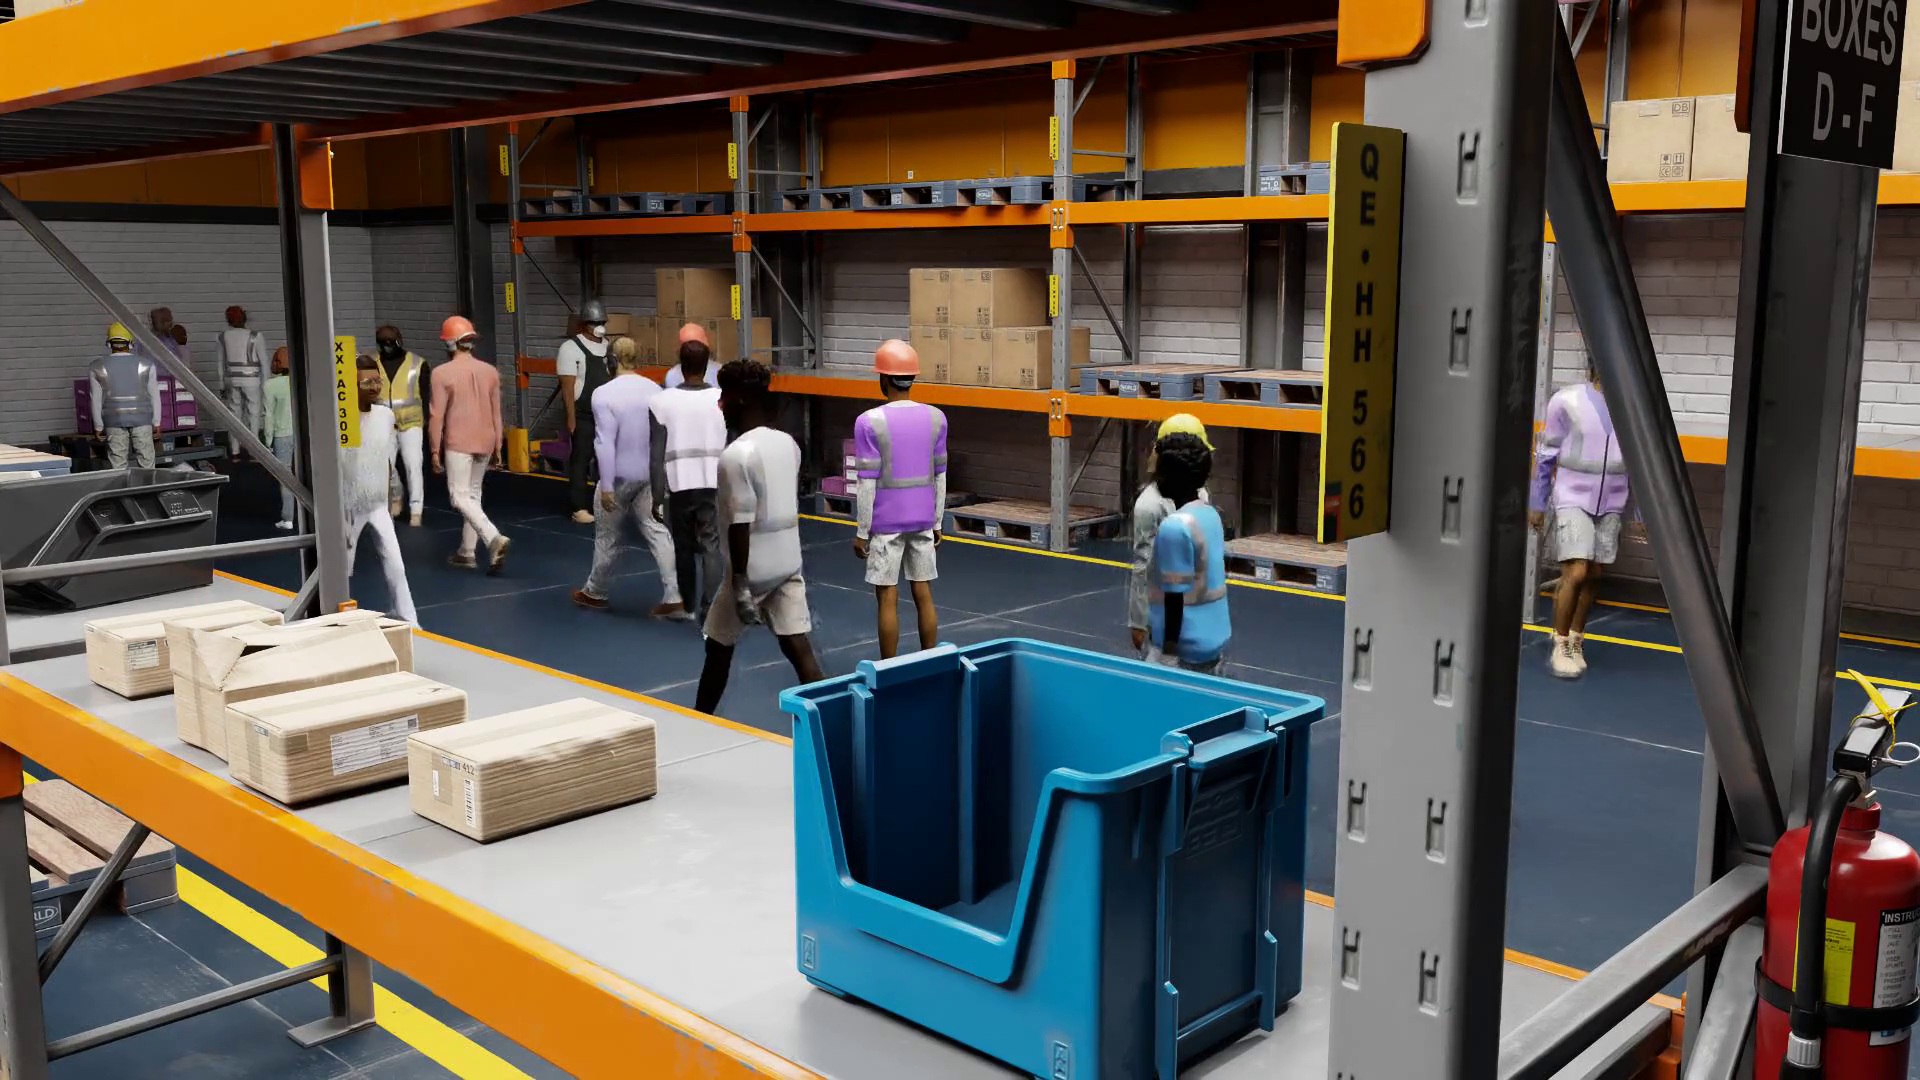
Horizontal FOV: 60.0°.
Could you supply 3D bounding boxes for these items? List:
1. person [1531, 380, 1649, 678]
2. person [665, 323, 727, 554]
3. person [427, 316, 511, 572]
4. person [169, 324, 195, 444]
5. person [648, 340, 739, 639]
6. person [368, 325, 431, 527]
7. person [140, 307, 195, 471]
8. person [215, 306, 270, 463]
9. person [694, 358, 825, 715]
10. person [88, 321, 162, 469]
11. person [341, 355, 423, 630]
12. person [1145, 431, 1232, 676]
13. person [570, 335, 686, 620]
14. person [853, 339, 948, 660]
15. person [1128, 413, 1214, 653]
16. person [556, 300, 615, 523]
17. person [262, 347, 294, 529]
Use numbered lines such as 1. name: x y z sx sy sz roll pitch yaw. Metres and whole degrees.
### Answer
1. person: 3.577 -0.202 9.374 0.623 1.992 0.687 0 9 1
2. person: -2.096 -0.795 13.354 0.586 1.885 0.574 -6 11 -33
3. person: -3.704 -0.717 12.648 0.851 1.970 0.623 7 12 37
4. person: -9.667 -1.852 20.614 0.498 1.633 0.286 4 10 23
5. person: -1.673 -0.339 10.646 0.610 1.861 1.015 -2 9 -10
6. person: -5.060 -1.032 15.014 0.687 1.821 0.512 -1 9 -7
7. person: -9.104 -1.705 18.949 0.691 1.884 0.653 -1 9 -6
8. person: -8.562 -1.847 19.874 0.616 1.871 0.366 0 9 -2
9. person: -0.969 0.120 7.697 1.020 1.912 0.602 5 11 29
10. person: -7.694 -1.096 15.365 0.588 1.835 0.403 -5 10 -27
11. person: -3.475 -0.171 9.752 0.986 1.812 0.538 6 11 34
12. person: 0.881 0.409 6.583 0.364 1.679 0.556 4 10 24
13. person: -2.196 -0.413 11.040 1.045 1.884 0.653 7 12 37
14. person: -0.331 -0.103 8.949 0.545 1.942 0.353 -6 11 -31
15. person: 0.886 0.286 7.298 0.852 1.707 0.516 7 12 38
16. person: -3.322 -1.184 15.269 0.536 2.000 0.688 7 11 35
17. person: -5.977 -0.911 14.874 0.281 1.624 0.494 7 12 38
